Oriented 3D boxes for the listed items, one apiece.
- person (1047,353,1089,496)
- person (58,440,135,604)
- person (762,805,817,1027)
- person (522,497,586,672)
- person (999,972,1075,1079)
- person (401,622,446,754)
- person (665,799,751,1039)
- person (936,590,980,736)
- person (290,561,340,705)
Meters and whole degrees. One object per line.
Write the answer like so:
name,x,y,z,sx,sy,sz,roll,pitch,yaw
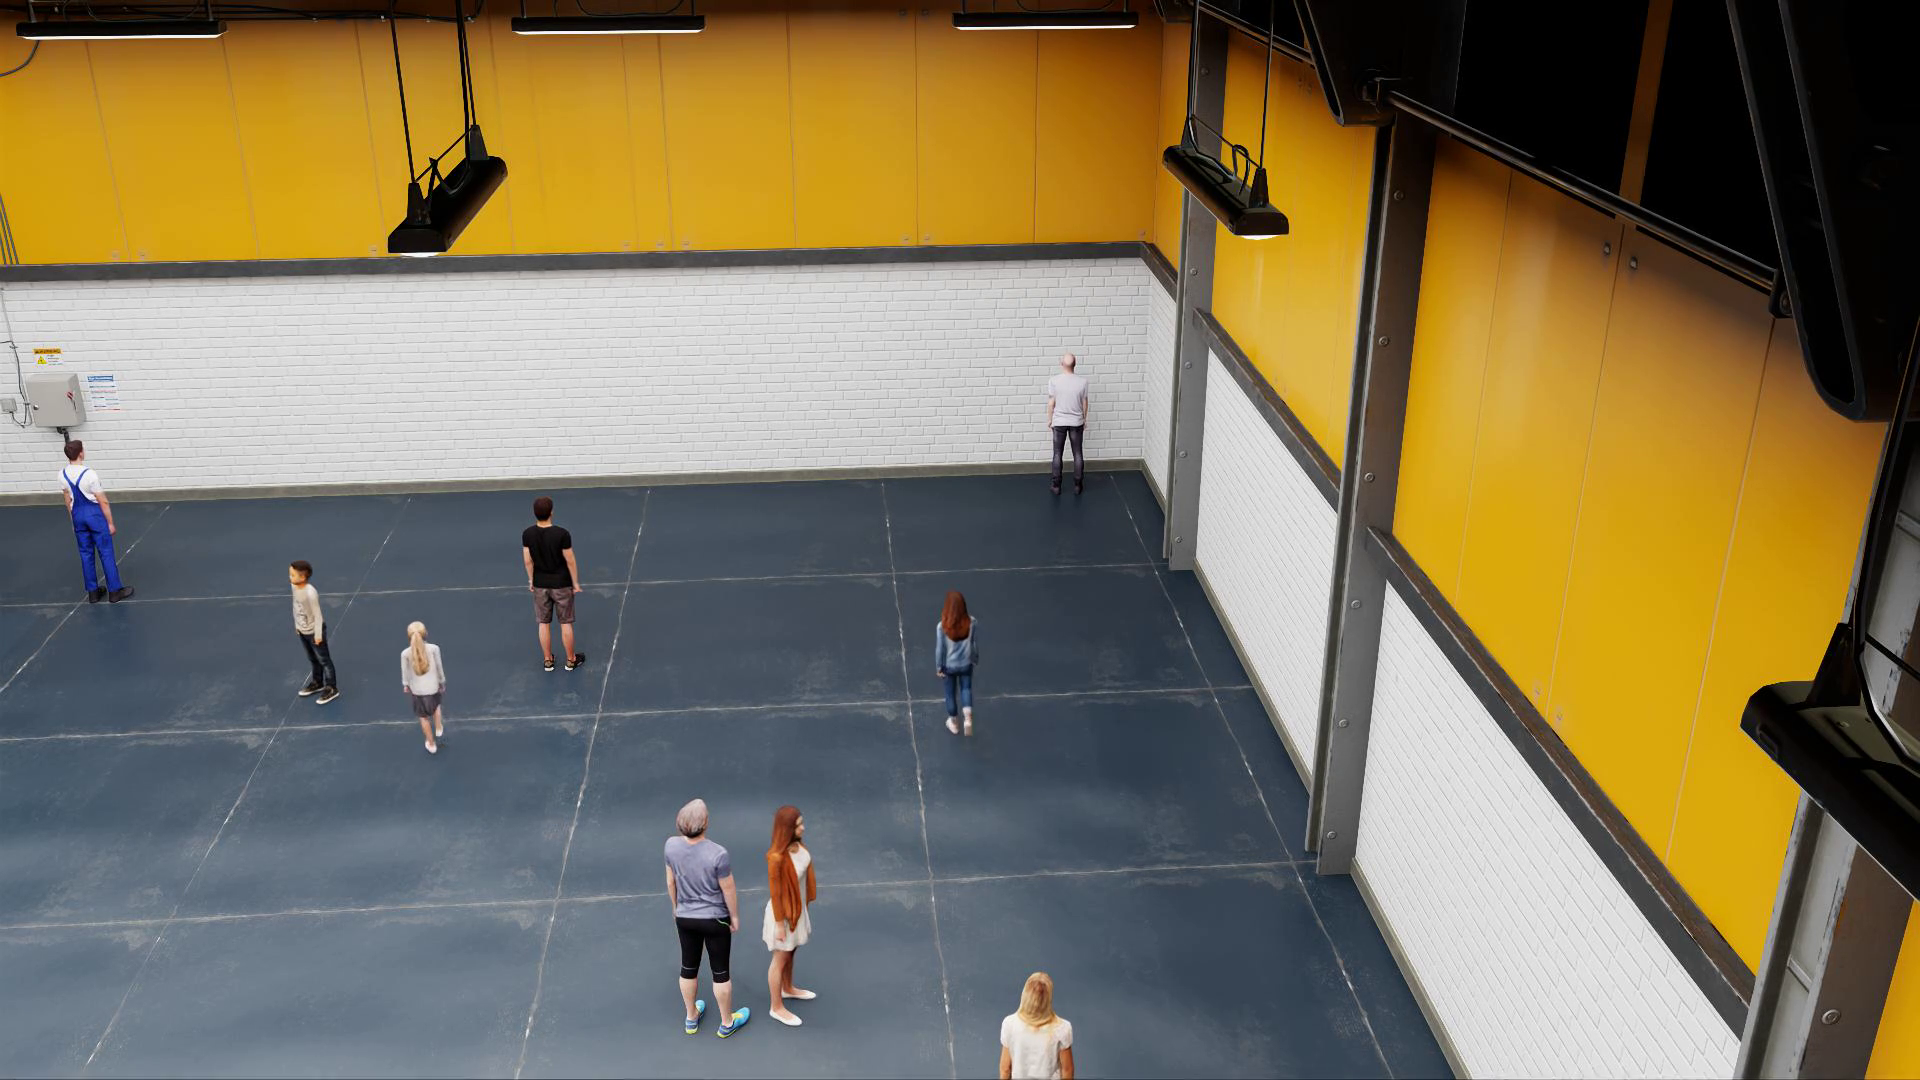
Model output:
person,1.351,-1.470,20.954,0.662,1.831,0.587,-1,24,-1
person,-9.441,-0.205,18.037,0.655,1.851,0.605,1,24,3
person,-1.228,2.608,11.764,0.763,1.719,0.627,6,24,14
person,-4.071,0.432,16.564,0.690,1.862,0.610,1,24,1
person,0.452,3.347,9.962,0.644,1.809,0.554,2,24,5
person,-4.881,1.360,15.195,0.656,1.258,0.782,-12,26,-25
person,-1.779,2.618,11.530,0.730,1.889,0.707,6,24,14
person,-0.004,1.174,15.361,0.641,1.468,0.752,-6,24,-14
person,-6.264,0.860,16.086,0.625,1.462,0.682,18,29,35
